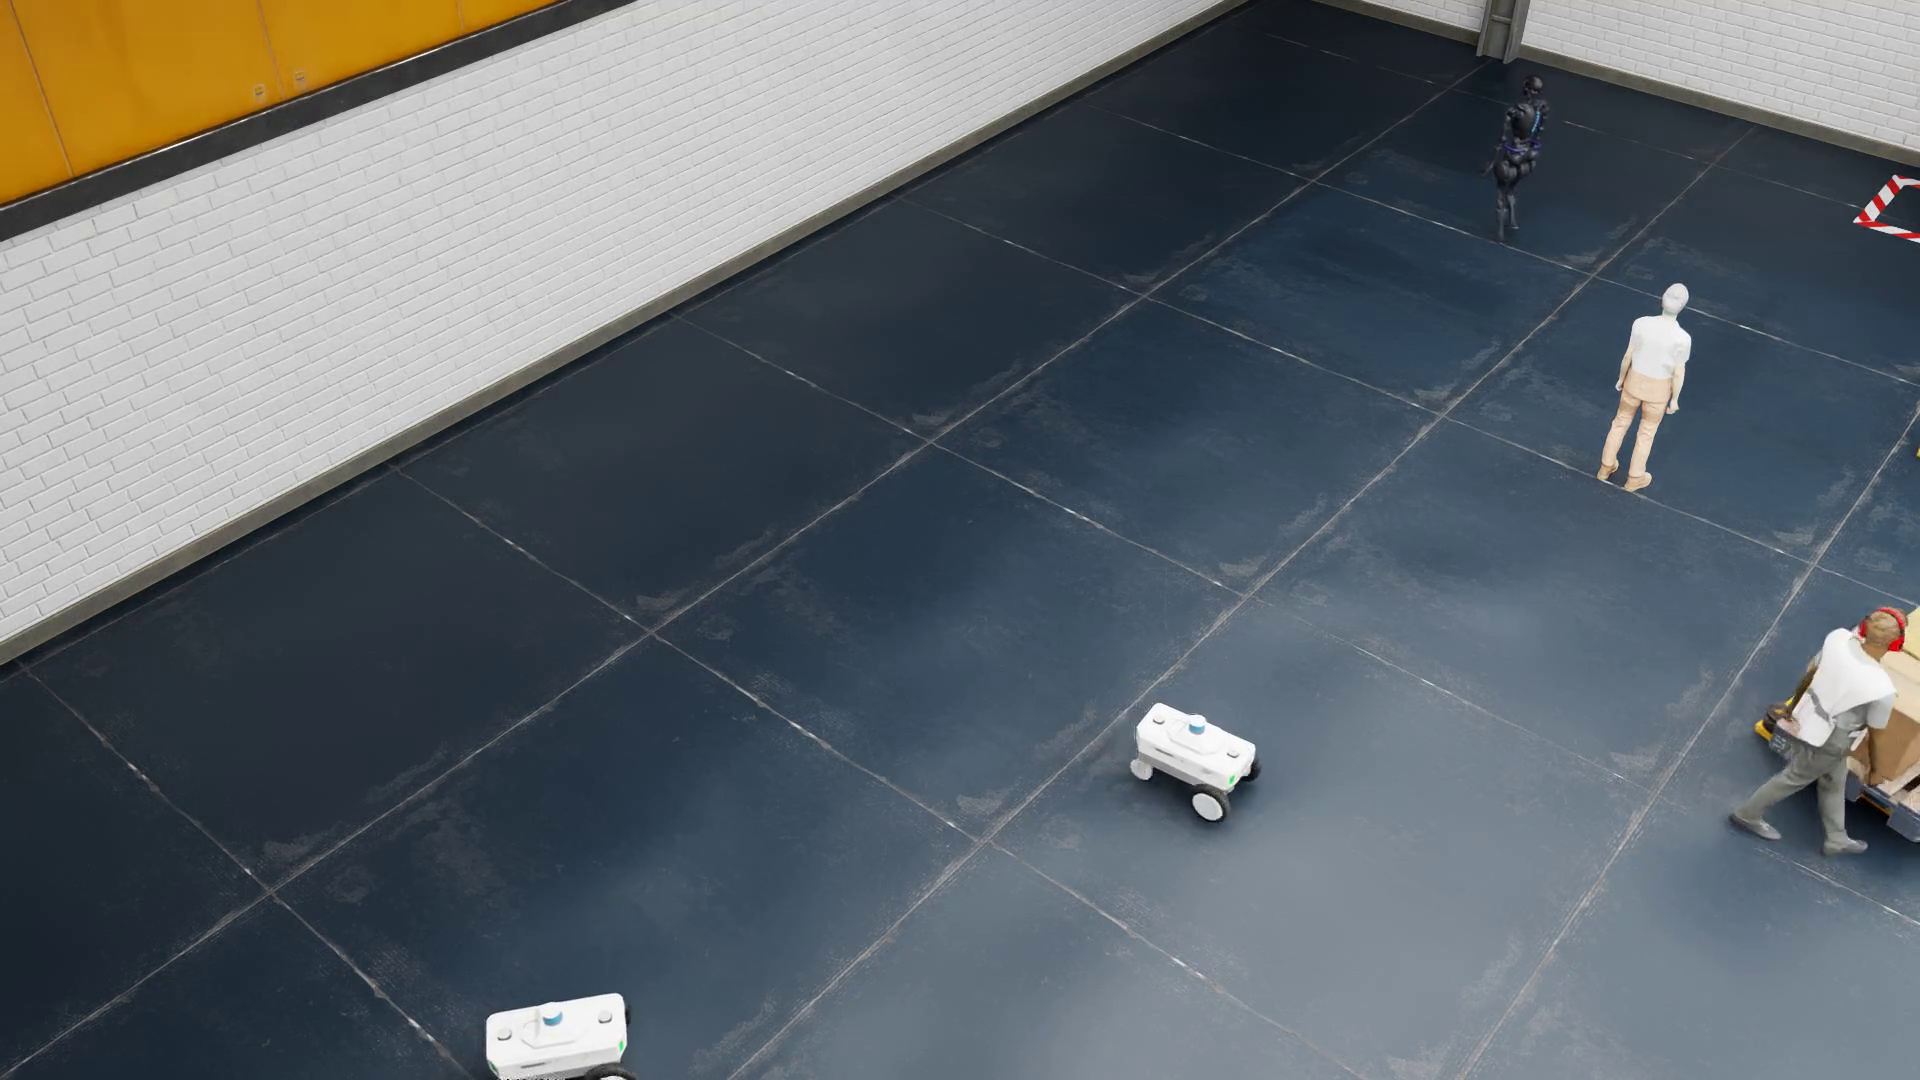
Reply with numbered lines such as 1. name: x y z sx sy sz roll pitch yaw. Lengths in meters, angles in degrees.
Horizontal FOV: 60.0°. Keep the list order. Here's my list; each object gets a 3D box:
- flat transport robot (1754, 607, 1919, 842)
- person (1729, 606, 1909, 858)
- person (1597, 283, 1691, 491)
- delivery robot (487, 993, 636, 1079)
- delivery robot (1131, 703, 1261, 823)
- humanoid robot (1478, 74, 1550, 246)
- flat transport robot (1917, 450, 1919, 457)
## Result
1. flat transport robot: 5.864 1.424 10.518 0.659 0.231 1.431 -25 45 -27
2. person: 5.118 1.129 9.665 0.800 1.787 0.576 6 39 7
3. person: 5.194 -1.153 12.538 0.491 1.746 0.312 31 48 33
4. delivery robot: -2.097 2.648 8.760 0.768 0.581 0.499 -7 39 -9
5. delivery robot: 1.477 1.354 10.391 0.814 0.612 0.499 23 44 26
6. humanoid robot: 5.194 -3.575 15.601 0.600 1.653 0.345 -18 42 -21
7. flat transport robot: 8.392 -0.710 13.168 1.431 0.231 0.659 -15 41 -17
